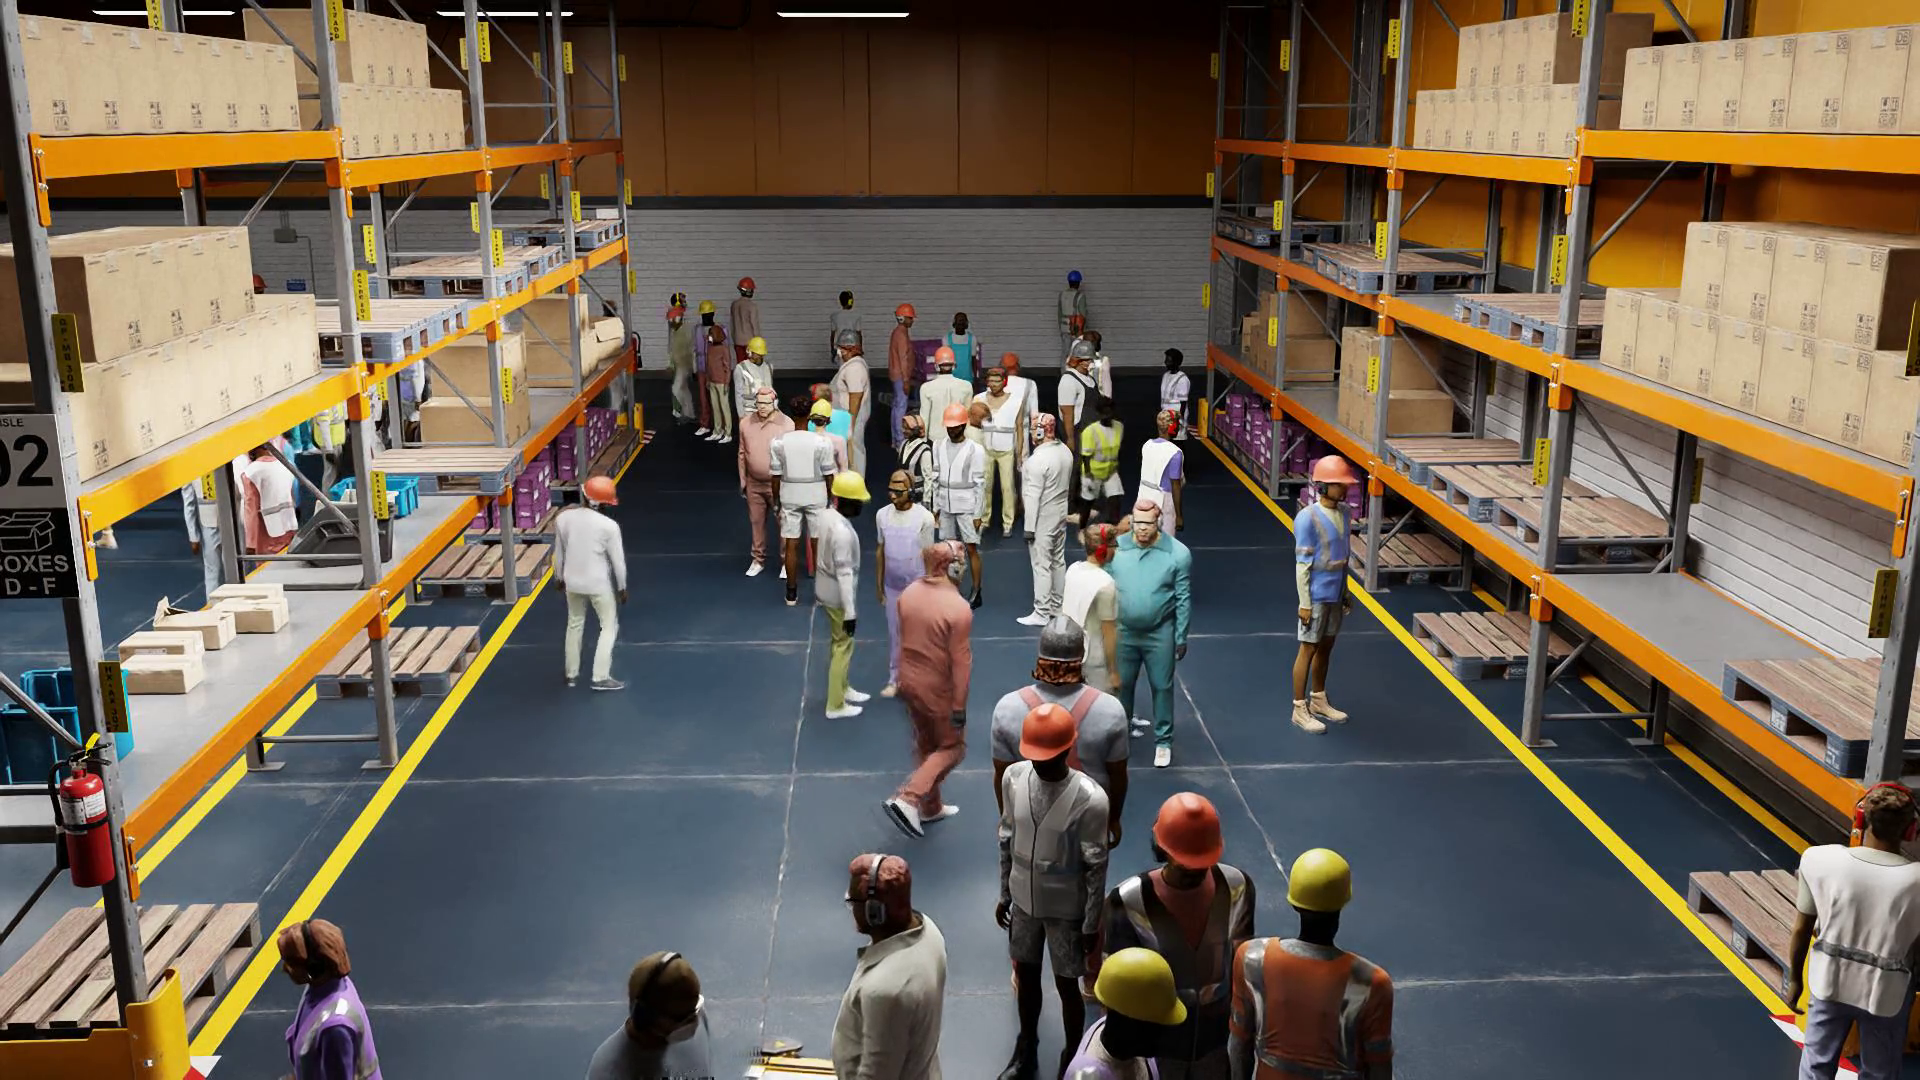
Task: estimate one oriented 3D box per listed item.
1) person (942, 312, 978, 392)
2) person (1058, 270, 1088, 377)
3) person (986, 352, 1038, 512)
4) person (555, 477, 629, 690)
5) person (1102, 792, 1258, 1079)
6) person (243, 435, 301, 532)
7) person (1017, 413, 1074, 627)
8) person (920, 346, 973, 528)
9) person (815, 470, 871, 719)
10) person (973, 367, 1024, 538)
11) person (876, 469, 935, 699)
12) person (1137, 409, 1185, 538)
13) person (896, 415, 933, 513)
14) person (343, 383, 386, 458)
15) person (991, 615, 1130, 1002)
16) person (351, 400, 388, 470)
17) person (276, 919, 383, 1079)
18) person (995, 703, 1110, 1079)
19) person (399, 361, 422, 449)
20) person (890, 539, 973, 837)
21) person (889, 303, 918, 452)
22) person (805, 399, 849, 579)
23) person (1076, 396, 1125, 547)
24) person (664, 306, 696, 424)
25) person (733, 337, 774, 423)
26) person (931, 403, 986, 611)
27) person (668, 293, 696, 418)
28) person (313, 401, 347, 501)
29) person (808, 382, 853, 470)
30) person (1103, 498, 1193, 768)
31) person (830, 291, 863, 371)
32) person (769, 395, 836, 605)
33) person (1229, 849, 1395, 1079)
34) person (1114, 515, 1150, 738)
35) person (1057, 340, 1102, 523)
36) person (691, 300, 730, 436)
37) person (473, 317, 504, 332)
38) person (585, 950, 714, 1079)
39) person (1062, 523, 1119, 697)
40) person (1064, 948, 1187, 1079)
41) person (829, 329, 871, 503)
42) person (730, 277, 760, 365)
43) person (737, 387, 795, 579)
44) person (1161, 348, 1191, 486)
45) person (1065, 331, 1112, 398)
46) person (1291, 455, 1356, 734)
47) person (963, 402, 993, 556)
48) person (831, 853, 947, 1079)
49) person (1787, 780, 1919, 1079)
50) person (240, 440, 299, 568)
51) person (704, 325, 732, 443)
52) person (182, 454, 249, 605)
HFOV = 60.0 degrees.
[{"bbox_3d":[-0.005,-2.197,22.747,0.505,1.839,0.344,-1,14,-3],"label":"person"},{"bbox_3d":[1.882,-3.498,27.630,0.380,1.950,0.605,-14,20,-43],"label":"person"},{"bbox_3d":[0.598,-1.186,18.759,0.604,1.859,0.621,-1,14,-3],"label":"person"},{"bbox_3d":[-2.906,0.336,13.075,0.624,1.712,0.338,6,15,21],"label":"person"},{"bbox_3d":[0.845,1.894,6.310,0.613,2.033,0.410,-4,15,-15],"label":"person"},{"bbox_3d":[-6.436,-0.304,15.326,0.653,1.828,0.449,-2,14,-7],"label":"person"},{"bbox_3d":[0.742,-0.186,14.734,0.399,1.900,0.644,9,17,30],"label":"person"},{"bbox_3d":[-0.147,-1.123,18.214,0.612,1.997,0.376,-3,15,-13],"label":"person"},{"bbox_3d":[-0.881,0.392,12.459,0.405,1.912,0.676,-3,15,-13],"label":"person"},{"bbox_3d":[0.405,-0.942,17.802,0.567,1.844,0.377,4,15,14],"label":"person"},{"bbox_3d":[-0.421,0.352,12.756,0.501,1.839,0.341,7,16,25],"label":"person"},{"bbox_3d":[1.833,-0.279,15.224,0.392,1.838,0.563,-6,16,-23],"label":"person"},{"bbox_3d":[-0.434,-0.405,16.105,0.313,1.642,0.513,-9,17,-31],"label":"person"},{"bbox_3d":[-7.153,-1.497,19.937,0.580,1.878,0.364,7,16,25],"label":"person"},{"bbox_3d":[0.500,1.350,8.418,0.684,2.000,0.538,1,14,2],"label":"person"},{"bbox_3d":[-7.556,-1.867,21.166,0.617,1.984,0.410,4,15,17],"label":"person"},{"bbox_3d":[-2.281,2.145,6.118,0.319,1.631,0.524,-7,16,-26],"label":"person"},{"bbox_3d":[0.395,1.641,7.519,0.548,1.926,0.387,10,17,34],"label":"person"},{"bbox_3d":[-7.028,-1.871,21.317,0.424,1.924,0.558,-10,18,-36],"label":"person"},{"bbox_3d":[-0.209,0.936,10.357,0.600,1.883,0.659,-12,18,-38],"label":"person"},{"bbox_3d":[-0.765,-2.192,22.424,0.392,1.991,0.613,-3,15,-10],"label":"person"},{"bbox_3d":[-1.335,-0.488,16.183,0.525,1.769,0.313,1,14,4],"label":"person"},{"bbox_3d":[1.472,-0.678,17.128,0.554,1.643,0.853,-7,16,-27],"label":"person"},{"bbox_3d":[-4.106,-2.550,24.350,0.514,1.728,0.570,-8,16,-28],"label":"person"},{"bbox_3d":[-2.486,-1.582,20.366,0.403,1.823,0.588,13,19,42],"label":"person"},{"bbox_3d":[-0.030,-0.301,15.141,0.543,1.929,0.396,9,17,32],"label":"person"},{"bbox_3d":[-4.188,-2.765,24.915,0.327,1.872,0.516,-5,15,-18],"label":"person"},{"bbox_3d":[-6.908,-1.115,18.325,0.369,1.926,0.588,-2,14,-9],"label":"person"},{"bbox_3d":[-1.319,-0.690,16.889,0.587,1.816,0.659,-6,16,-24],"label":"person"},{"bbox_3d":[1.270,0.636,11.508,0.646,1.900,0.399,5,15,17],"label":"person"},{"bbox_3d":[-1.712,-2.838,25.216,0.520,1.865,0.332,3,15,10],"label":"person"},{"bbox_3d":[-1.437,-0.363,15.289,0.607,1.966,0.366,0,14,1],"label":"person"},{"bbox_3d":[1.258,2.022,6.002,0.585,1.930,0.363,7,16,25],"label":"person"},{"bbox_3d":[1.256,0.611,12.143,0.346,1.628,0.522,4,15,16],"label":"person"},{"bbox_3d":[1.363,-1.213,18.481,0.535,2.000,0.681,7,16,24],"label":"person"},{"bbox_3d":[-3.520,-2.418,23.439,0.585,1.928,0.365,5,15,19],"label":"person"},{"bbox_3d":[-6.842,-2.686,24.487,0.776,1.933,0.653,5,15,18],"label":"person"},{"bbox_3d":[-1.034,2.170,5.454,0.542,1.915,0.795,5,15,19],"label":"person"},{"bbox_3d":[0.849,0.788,11.016,0.399,1.844,0.571,-5,15,-19],"label":"person"},{"bbox_3d":[0.512,2.191,5.378,0.400,1.914,0.589,5,15,18],"label":"person"},{"bbox_3d":[-1.306,-1.449,19.405,0.537,2.000,0.675,0,14,1],"label":"person"},{"bbox_3d":[-3.324,-3.093,25.951,0.612,1.994,0.395,13,19,41],"label":"person"},{"bbox_3d":[-1.867,-0.553,16.188,0.642,1.901,0.397,4,15,17],"label":"person"},{"bbox_3d":[2.614,-1.505,20.328,0.318,1.690,0.529,-6,15,-22],"label":"person"},{"bbox_3d":[1.618,-1.688,20.748,0.623,1.841,0.430,9,17,33],"label":"person"},{"bbox_3d":[2.677,0.387,12.186,0.366,2.047,0.609,14,20,43],"label":"person"},{"bbox_3d":[0.180,-0.661,17.201,0.317,1.599,0.600,0,14,-2],"label":"person"},{"bbox_3d":[-0.263,2.032,6.041,0.402,1.896,0.652,2,15,10],"label":"person"},{"bbox_3d":[3.664,1.870,6.780,0.561,1.838,0.393,11,18,36],"label":"person"},{"bbox_3d":[-5.861,-0.048,14.184,0.410,1.908,0.598,3,15,13],"label":"person"},{"bbox_3d":[-3.349,-2.160,23.010,0.279,1.633,0.500,-14,20,-43],"label":"person"},{"bbox_3d":[-6.389,-0.104,14.401,0.590,1.910,0.407,-14,20,-43],"label":"person"}]
